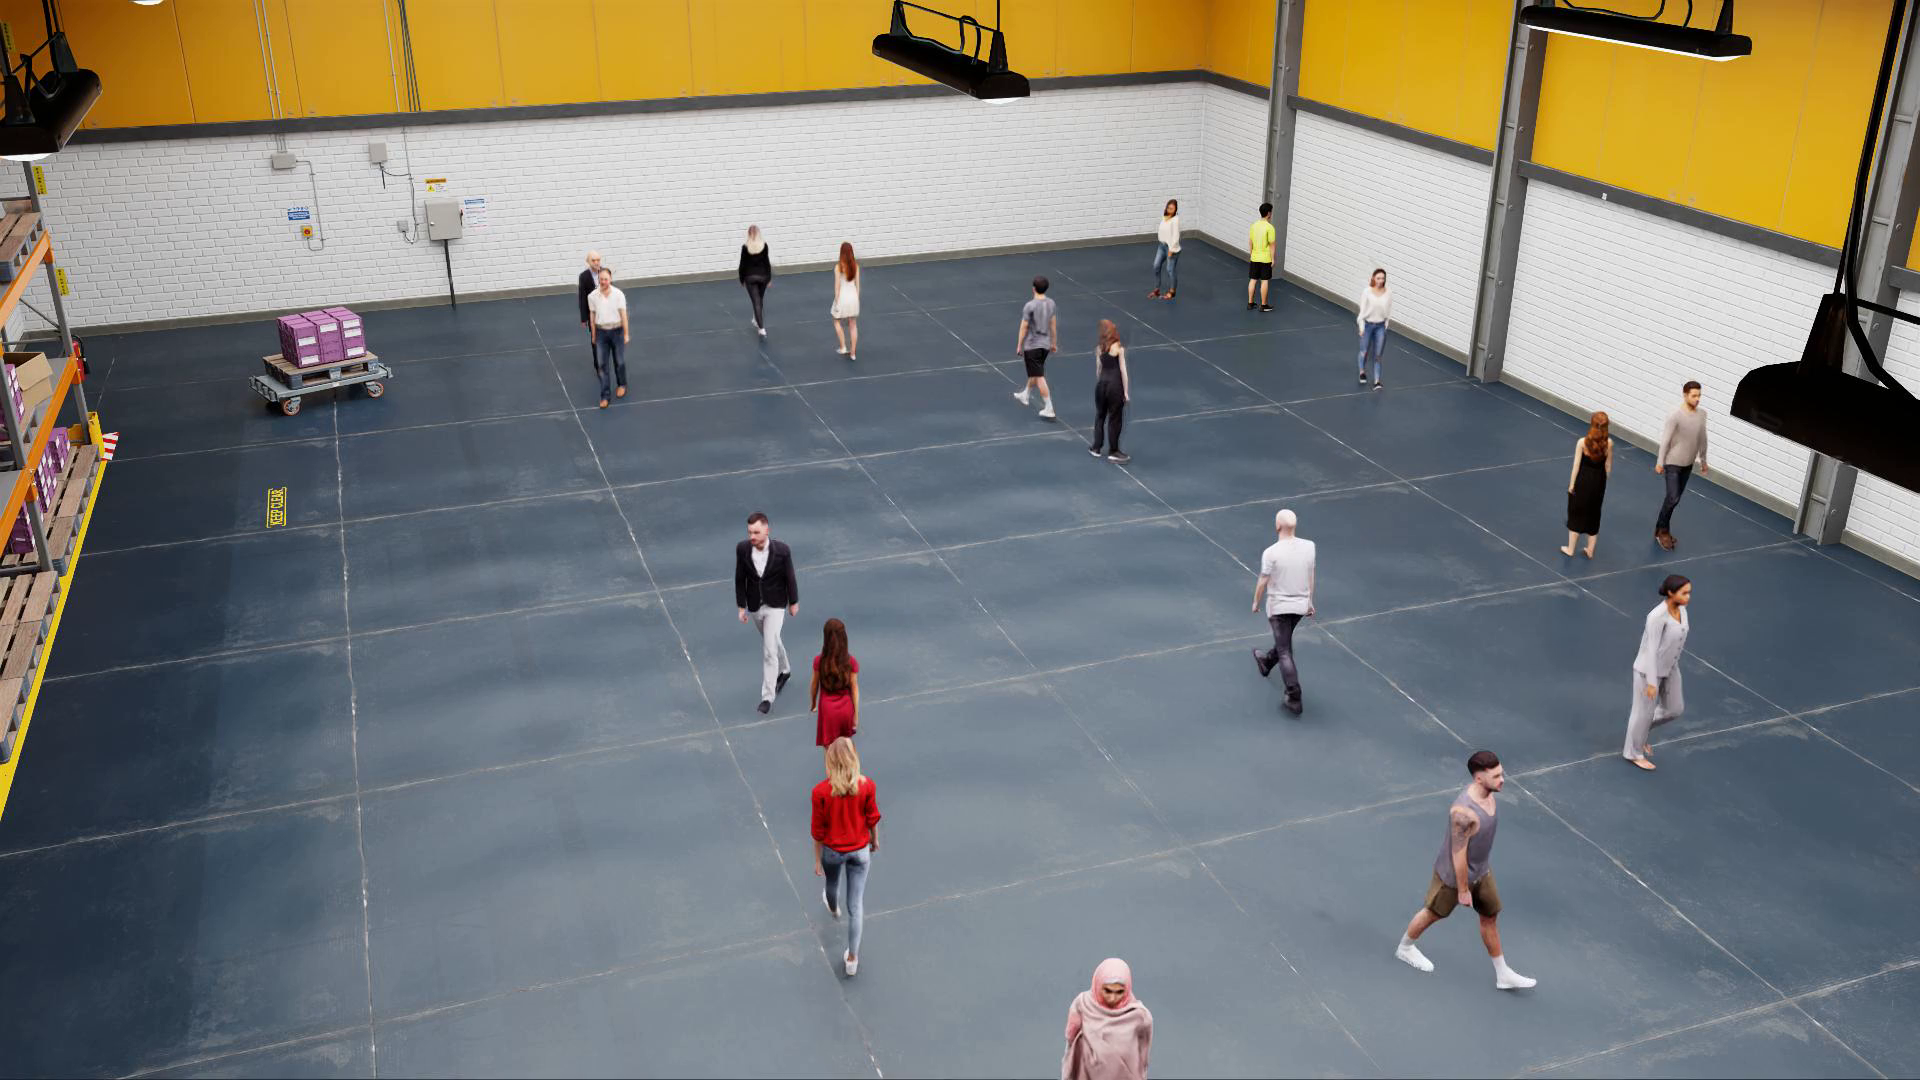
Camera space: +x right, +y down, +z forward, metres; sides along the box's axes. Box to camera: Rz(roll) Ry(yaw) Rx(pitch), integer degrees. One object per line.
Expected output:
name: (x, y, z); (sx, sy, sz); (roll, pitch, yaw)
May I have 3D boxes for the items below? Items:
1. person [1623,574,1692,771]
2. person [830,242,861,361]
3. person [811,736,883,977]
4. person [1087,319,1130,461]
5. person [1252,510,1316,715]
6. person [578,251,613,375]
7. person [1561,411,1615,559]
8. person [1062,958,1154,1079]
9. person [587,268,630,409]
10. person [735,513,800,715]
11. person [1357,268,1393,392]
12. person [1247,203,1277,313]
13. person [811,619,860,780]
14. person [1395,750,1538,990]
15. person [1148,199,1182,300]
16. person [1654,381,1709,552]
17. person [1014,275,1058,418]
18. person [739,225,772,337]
person: (5.662, 1.043, 13.693); (0.708, 1.724, 0.734); (-14, 27, -30)
person: (-1.591, -3.413, 23.921); (0.605, 1.699, 0.648); (-11, 26, -23)
person: (-0.757, 2.162, 11.212); (0.754, 1.662, 1.114); (-5, 24, -11)
person: (1.853, -1.812, 20.236); (0.863, 1.717, 0.718); (-18, 29, -35)
person: (2.883, 0.659, 14.497); (0.700, 1.784, 1.203); (-9, 25, -19)
person: (-5.094, -3.204, 23.328); (0.824, 1.790, 0.836); (-15, 28, -31)
person: (6.638, -0.577, 17.523); (0.652, 1.627, 0.662); (0, 24, -1)
person: (0.772, 3.011, 9.116); (0.927, 1.785, 1.092); (3, 24, 8)
person: (-4.656, -2.766, 22.281); (0.948, 1.825, 1.165); (1, 24, 2)
person: (-1.670, 0.559, 14.714); (1.097, 1.795, 1.250); (6, 24, 13)
person: (5.632, -2.904, 22.821); (0.893, 1.646, 1.175); (1, 24, 2)
person: (4.786, -4.491, 26.372); (0.627, 1.709, 0.757); (21, 31, 39)
person: (-0.981, 1.407, 13.126); (0.751, 1.513, 1.136); (-2, 24, -5)
person: (3.289, 2.189, 11.166); (1.268, 1.794, 1.037); (18, 29, 35)
person: (3.469, -4.711, 26.946); (0.743, 1.653, 0.686); (-10, 26, -22)
person: (7.663, -0.849, 17.862); (0.656, 1.853, 0.654); (-9, 25, -20)
person: (1.059, -2.470, 21.603); (0.873, 1.827, 1.229); (-15, 28, -31)
person: (-3.053, -3.856, 25.007); (0.625, 1.640, 1.123); (-7, 25, -17)
